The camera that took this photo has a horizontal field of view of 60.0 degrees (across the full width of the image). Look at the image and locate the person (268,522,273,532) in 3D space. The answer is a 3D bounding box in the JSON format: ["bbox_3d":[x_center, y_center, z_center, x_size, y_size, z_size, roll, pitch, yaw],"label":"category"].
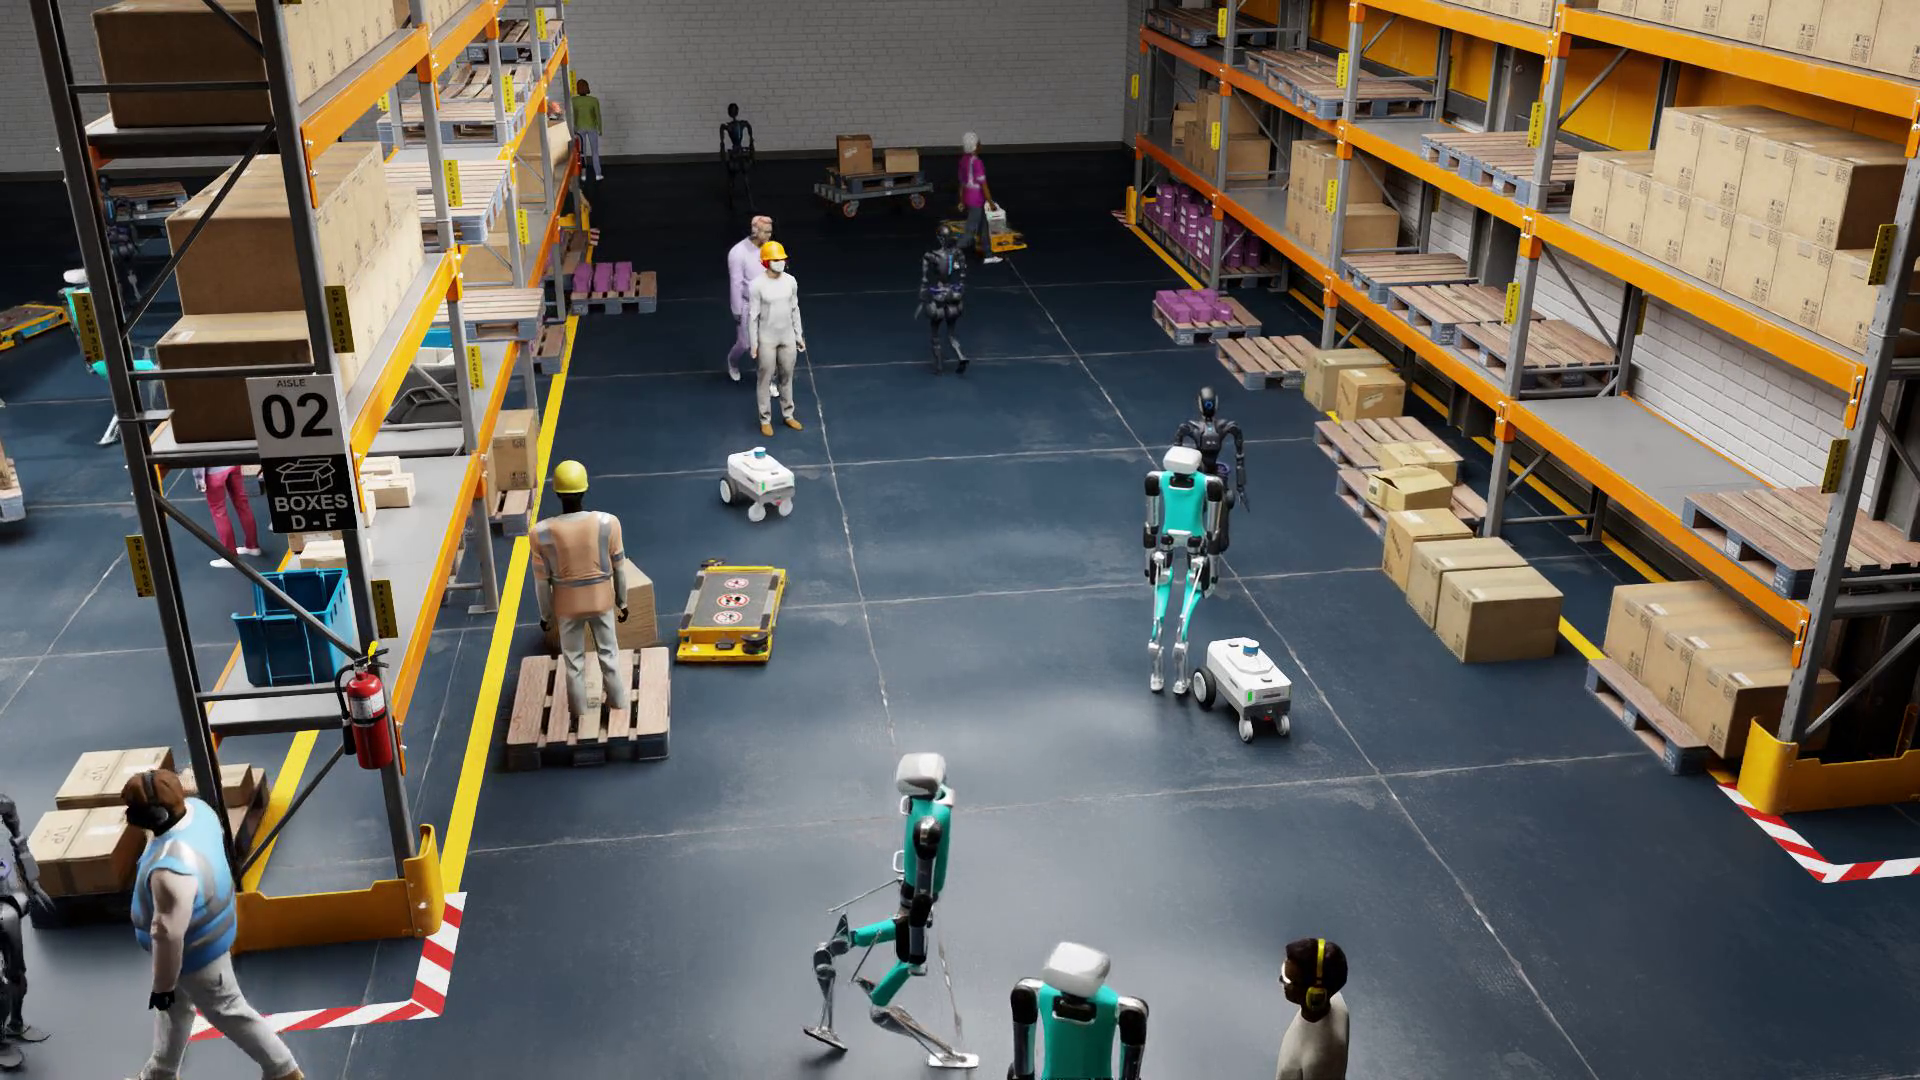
[{"bbox_3d":[-5.713,-0.934,13.952,0.568,1.755,0.319,-7,25,-16],"label":"person"}]

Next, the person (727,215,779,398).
[{"bbox_3d":[-2.140,-2.445,17.250,0.658,1.875,0.774,-18,29,-35],"label":"person"}]

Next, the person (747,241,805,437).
[{"bbox_3d":[-1.788,-1.958,16.115,0.578,1.898,0.347,-14,27,-29],"label":"person"}]

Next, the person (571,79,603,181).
[{"bbox_3d":[-6.130,-6.730,27.304,0.506,1.635,0.275,-3,24,-7],"label":"person"}]

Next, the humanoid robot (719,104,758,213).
[{"bbox_3d":[-3.351,-5.768,25.127,0.608,1.618,0.795,-14,27,-29],"label":"humanoid robot"}]

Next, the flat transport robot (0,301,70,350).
[{"bbox_3d":[-10.993,-2.481,19.329,0.659,0.231,1.431,5,24,11],"label":"flat transport robot"}]

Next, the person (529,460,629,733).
[{"bbox_3d":[-2.426,0.404,10.696,0.585,1.928,0.366,-7,25,-17],"label":"person"}]

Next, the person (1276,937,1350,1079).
[{"bbox_3d":[1.295,2.310,6.427,0.329,1.870,0.507,5,24,12],"label":"person"}]

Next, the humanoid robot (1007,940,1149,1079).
[{"bbox_3d":[0.367,2.493,6.288,0.538,1.858,0.835,8,25,17],"label":"humanoid robot"}]

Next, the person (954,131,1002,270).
[{"bbox_3d":[0.182,-4.495,22.035,0.877,1.813,0.496,-8,25,-19],"label":"person"}]

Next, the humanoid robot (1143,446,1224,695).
[{"bbox_3d":[1.433,0.283,11.137,0.547,1.750,0.677,8,25,17],"label":"humanoid robot"}]

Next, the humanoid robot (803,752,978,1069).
[{"bbox_3d":[-0.429,1.797,7.827,1.031,1.777,0.533,1,24,2],"label":"humanoid robot"}]

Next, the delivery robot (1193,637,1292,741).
[{"bbox_3d":[1.924,0.956,11.160,0.499,0.607,0.808,-7,25,-15],"label":"delivery robot"}]

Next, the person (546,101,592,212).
[{"bbox_3d":[-5.930,-5.653,24.739,0.748,1.723,0.578,2,24,6],"label":"person"}]

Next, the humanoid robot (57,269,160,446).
[{"bbox_3d":[-8.092,-1.811,16.042,0.542,1.758,1.034,8,25,17],"label":"humanoid robot"}]

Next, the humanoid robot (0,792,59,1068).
[{"bbox_3d":[-4.640,1.758,7.922,0.323,1.651,0.587,11,26,23],"label":"humanoid robot"}]

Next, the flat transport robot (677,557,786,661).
[{"bbox_3d":[-1.702,0.516,12.501,0.659,0.231,1.431,0,24,0],"label":"flat transport robot"}]

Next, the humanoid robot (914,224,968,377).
[{"bbox_3d":[-0.160,-2.519,17.676,0.593,1.643,0.470,-15,28,-30],"label":"humanoid robot"}]

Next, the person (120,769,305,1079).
[{"bbox_3d":[-3.548,1.840,7.590,0.864,1.799,0.633,-7,25,-16],"label":"person"}]

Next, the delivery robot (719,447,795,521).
[{"bbox_3d":[-1.758,-0.521,14.507,0.525,0.592,0.763,-15,28,-30],"label":"delivery robot"}]

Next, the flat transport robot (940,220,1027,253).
[{"bbox_3d":[0.304,-4.304,23.484,0.659,0.231,1.431,-12,27,-26],"label":"flat transport robot"}]

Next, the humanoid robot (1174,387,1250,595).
[{"bbox_3d":[1.939,-0.402,12.864,0.606,1.636,0.482,-1,24,-1],"label":"humanoid robot"}]

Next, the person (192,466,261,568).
[{"bbox_3d":[-5.916,-0.559,13.266,0.280,1.628,0.501,8,25,17],"label":"person"}]

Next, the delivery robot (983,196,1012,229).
[{"bbox_3d":[0.404,-4.614,23.854,0.525,0.611,0.782,-7,25,-15],"label":"delivery robot"}]

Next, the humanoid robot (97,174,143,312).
[{"bbox_3d":[-10.236,-3.589,20.098,0.606,1.655,0.324,-18,29,-35],"label":"humanoid robot"}]

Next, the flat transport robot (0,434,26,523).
[{"bbox_3d":[-8.527,-0.130,13.974,0.659,0.231,1.431,-14,27,-28],"label":"flat transport robot"}]

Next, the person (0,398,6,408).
[{"bbox_3d":[-10.047,-2.229,16.685,0.487,1.942,0.436,-14,27,-29],"label":"person"}]
